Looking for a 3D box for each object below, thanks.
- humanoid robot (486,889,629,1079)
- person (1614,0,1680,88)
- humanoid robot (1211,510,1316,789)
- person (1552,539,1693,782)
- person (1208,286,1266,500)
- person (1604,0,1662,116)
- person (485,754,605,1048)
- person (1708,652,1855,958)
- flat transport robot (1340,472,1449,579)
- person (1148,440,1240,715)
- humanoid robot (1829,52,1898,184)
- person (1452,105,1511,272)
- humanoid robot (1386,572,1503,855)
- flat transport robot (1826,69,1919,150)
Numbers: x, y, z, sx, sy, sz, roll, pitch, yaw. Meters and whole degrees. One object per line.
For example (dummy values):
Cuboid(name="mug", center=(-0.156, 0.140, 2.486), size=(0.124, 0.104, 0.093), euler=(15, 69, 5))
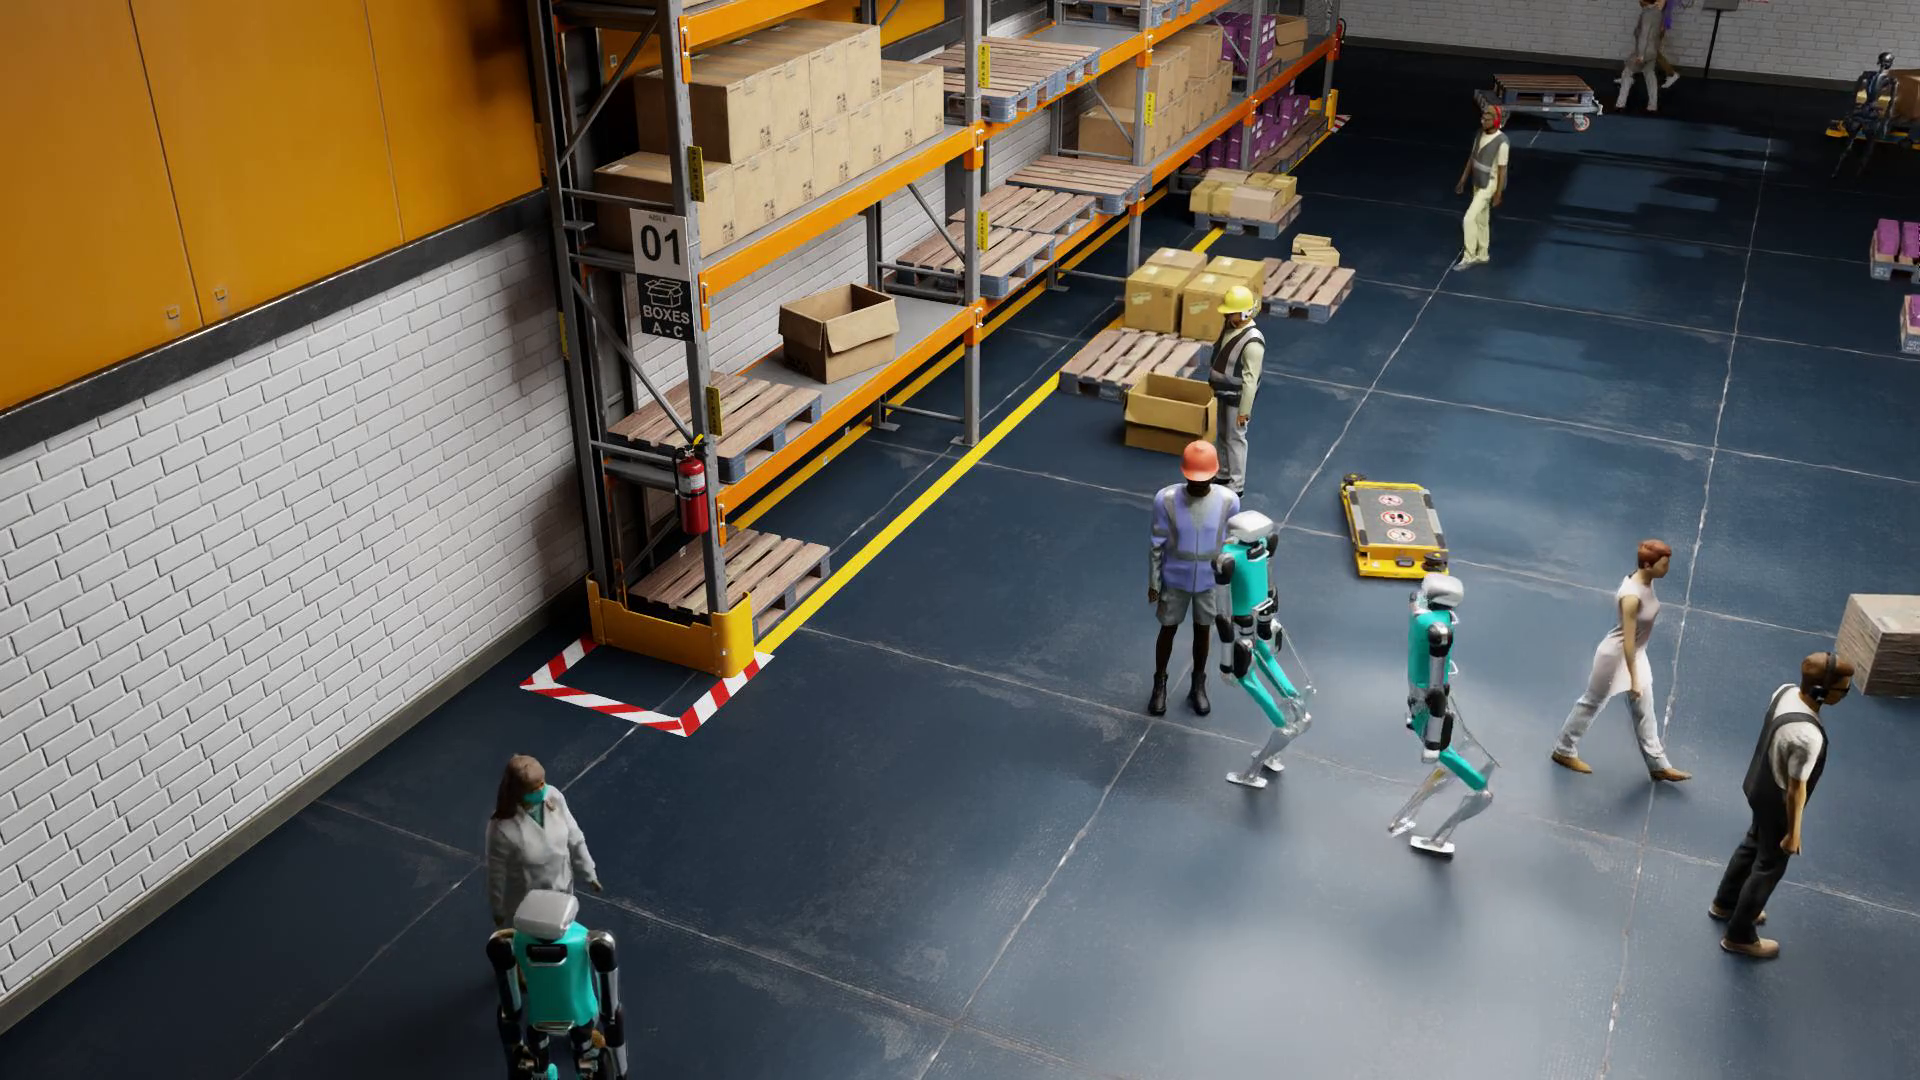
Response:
Cuboid(name="humanoid robot", center=(-1.663, 2.323, 6.871), size=(0.531, 1.771, 0.699), euler=(1, 28, 2))
Cuboid(name="person", center=(10.814, -7.974, 25.798), size=(0.876, 1.892, 0.552), euler=(10, 30, 17))
Cuboid(name="humanoid robot", center=(1.843, 0.697, 9.831), size=(0.724, 1.732, 0.536), euler=(25, 37, 38))
Cuboid(name="person", center=(4.035, 0.765, 9.878), size=(0.815, 1.624, 0.445), euler=(23, 36, 35))
Cuboid(name="person", center=(2.180, -1.165, 13.259), size=(0.403, 1.821, 0.597), euler=(-6, 29, -10))
Cuboid(name="person", center=(9.966, -7.153, 24.386), size=(0.829, 1.786, 0.616), euler=(22, 35, 34))
Cuboid(name="person", center=(-2.042, 1.719, 8.126), size=(0.909, 1.609, 0.493), euler=(17, 33, 29))
Cuboid(name="person", center=(4.219, 1.357, 8.568), size=(0.347, 1.833, 0.518), euler=(4, 29, 8))
Cuboid(name="flat transport robot", center=(3.368, -0.115, 12.941), size=(0.659, 0.231, 1.431), euler=(3, 28, 5))
Cuboid(name="person", center=(1.464, 0.249, 10.512), size=(0.550, 1.934, 0.371), euler=(0, 28, 0))
Cuboid(name="humanoid robot", center=(11.579, -5.392, 21.248), size=(0.368, 1.640, 0.610), euler=(-18, 33, -30))
Cuboid(name="person", center=(5.670, -3.859, 18.251), size=(0.658, 1.822, 0.566), euler=(-4, 29, -7))
Cuboid(name="humanoid robot", center=(2.775, 1.004, 9.313), size=(0.671, 1.787, 0.567), euler=(1, 28, 1))
Cuboid(name="flat transport robot", center=(12.998, -5.702, 23.302), size=(1.431, 0.231, 0.659), euler=(22, 35, 35))
